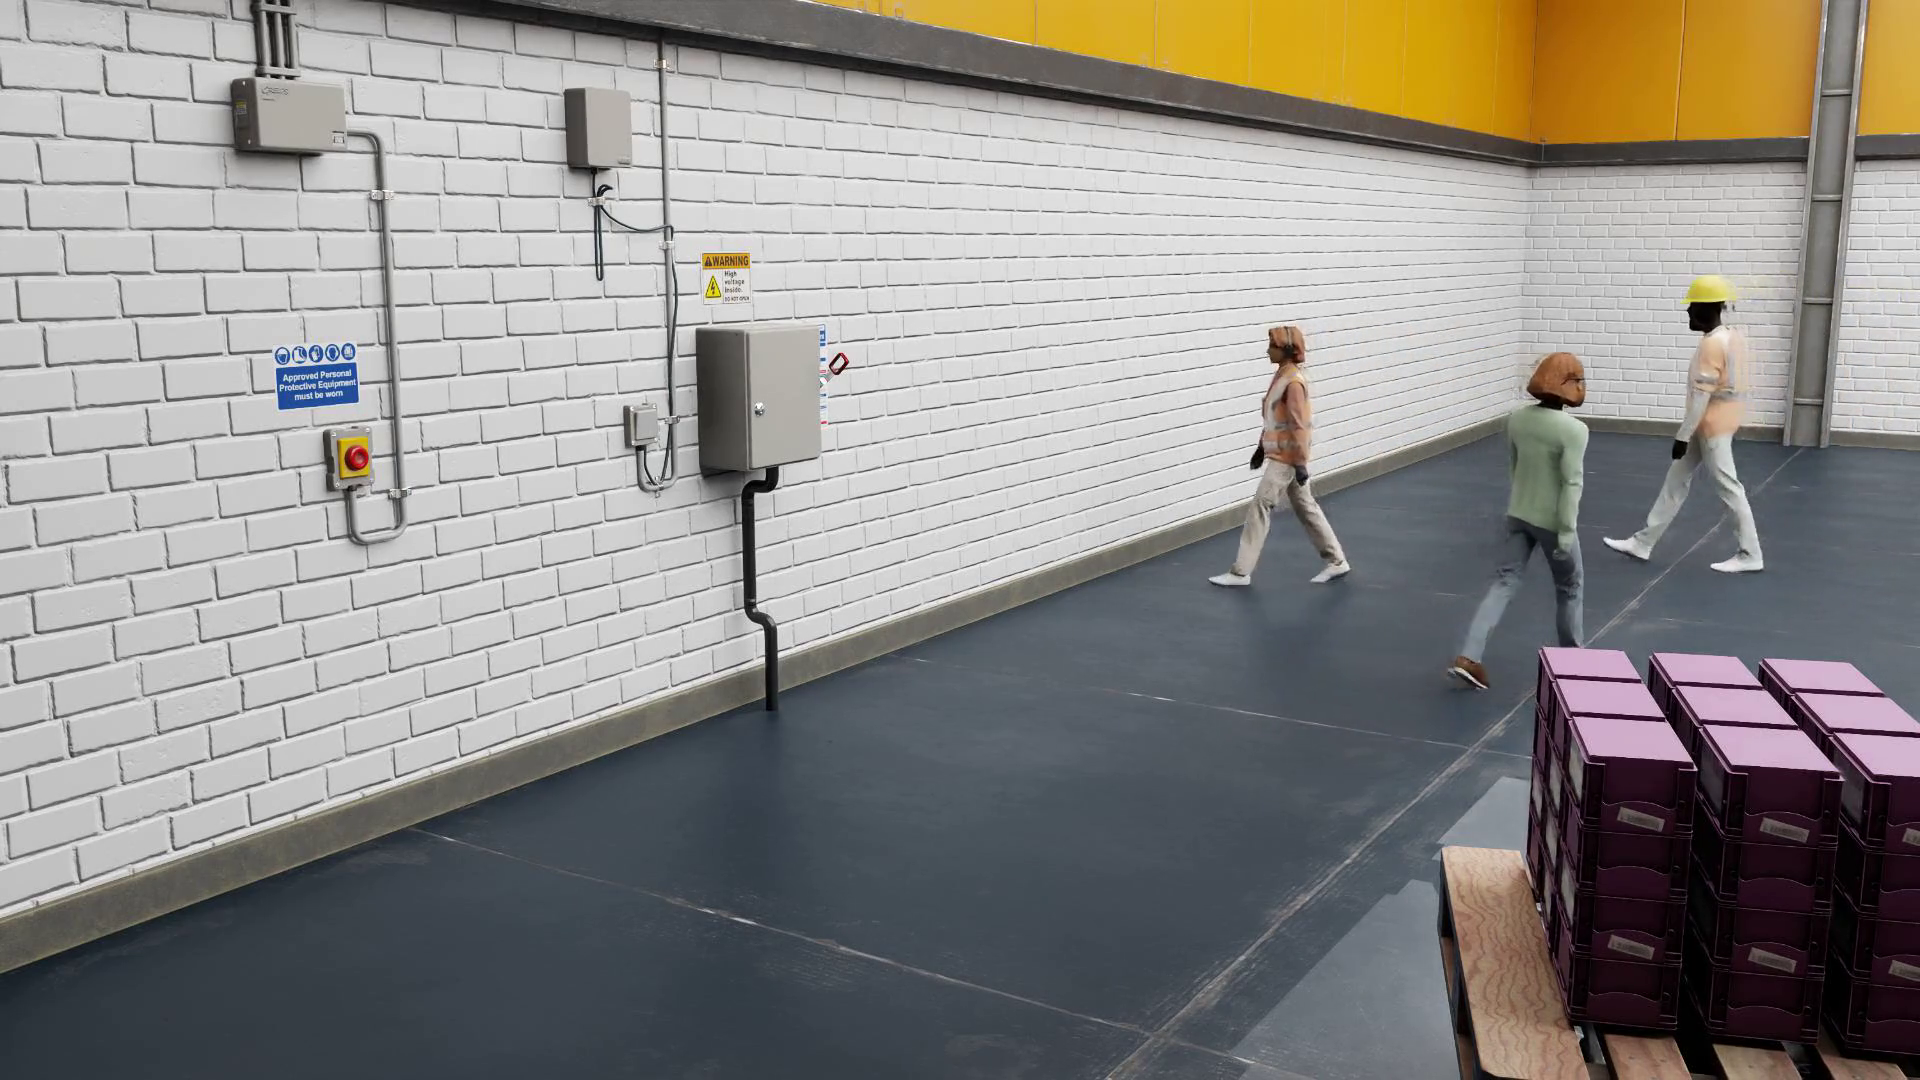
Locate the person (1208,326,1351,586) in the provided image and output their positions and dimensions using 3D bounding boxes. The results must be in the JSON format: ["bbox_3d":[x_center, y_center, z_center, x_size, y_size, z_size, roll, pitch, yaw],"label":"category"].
[{"bbox_3d":[1.994,-0.502,10.093,0.865,1.596,0.513,1,10,6],"label":"person"}]

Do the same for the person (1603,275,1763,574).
[{"bbox_3d":[4.687,-0.730,10.567,0.977,1.870,0.610,5,11,25],"label":"person"}]

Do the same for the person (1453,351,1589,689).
[{"bbox_3d":[2.681,-0.082,7.755,0.821,1.599,0.506,-5,11,-27],"label":"person"}]
